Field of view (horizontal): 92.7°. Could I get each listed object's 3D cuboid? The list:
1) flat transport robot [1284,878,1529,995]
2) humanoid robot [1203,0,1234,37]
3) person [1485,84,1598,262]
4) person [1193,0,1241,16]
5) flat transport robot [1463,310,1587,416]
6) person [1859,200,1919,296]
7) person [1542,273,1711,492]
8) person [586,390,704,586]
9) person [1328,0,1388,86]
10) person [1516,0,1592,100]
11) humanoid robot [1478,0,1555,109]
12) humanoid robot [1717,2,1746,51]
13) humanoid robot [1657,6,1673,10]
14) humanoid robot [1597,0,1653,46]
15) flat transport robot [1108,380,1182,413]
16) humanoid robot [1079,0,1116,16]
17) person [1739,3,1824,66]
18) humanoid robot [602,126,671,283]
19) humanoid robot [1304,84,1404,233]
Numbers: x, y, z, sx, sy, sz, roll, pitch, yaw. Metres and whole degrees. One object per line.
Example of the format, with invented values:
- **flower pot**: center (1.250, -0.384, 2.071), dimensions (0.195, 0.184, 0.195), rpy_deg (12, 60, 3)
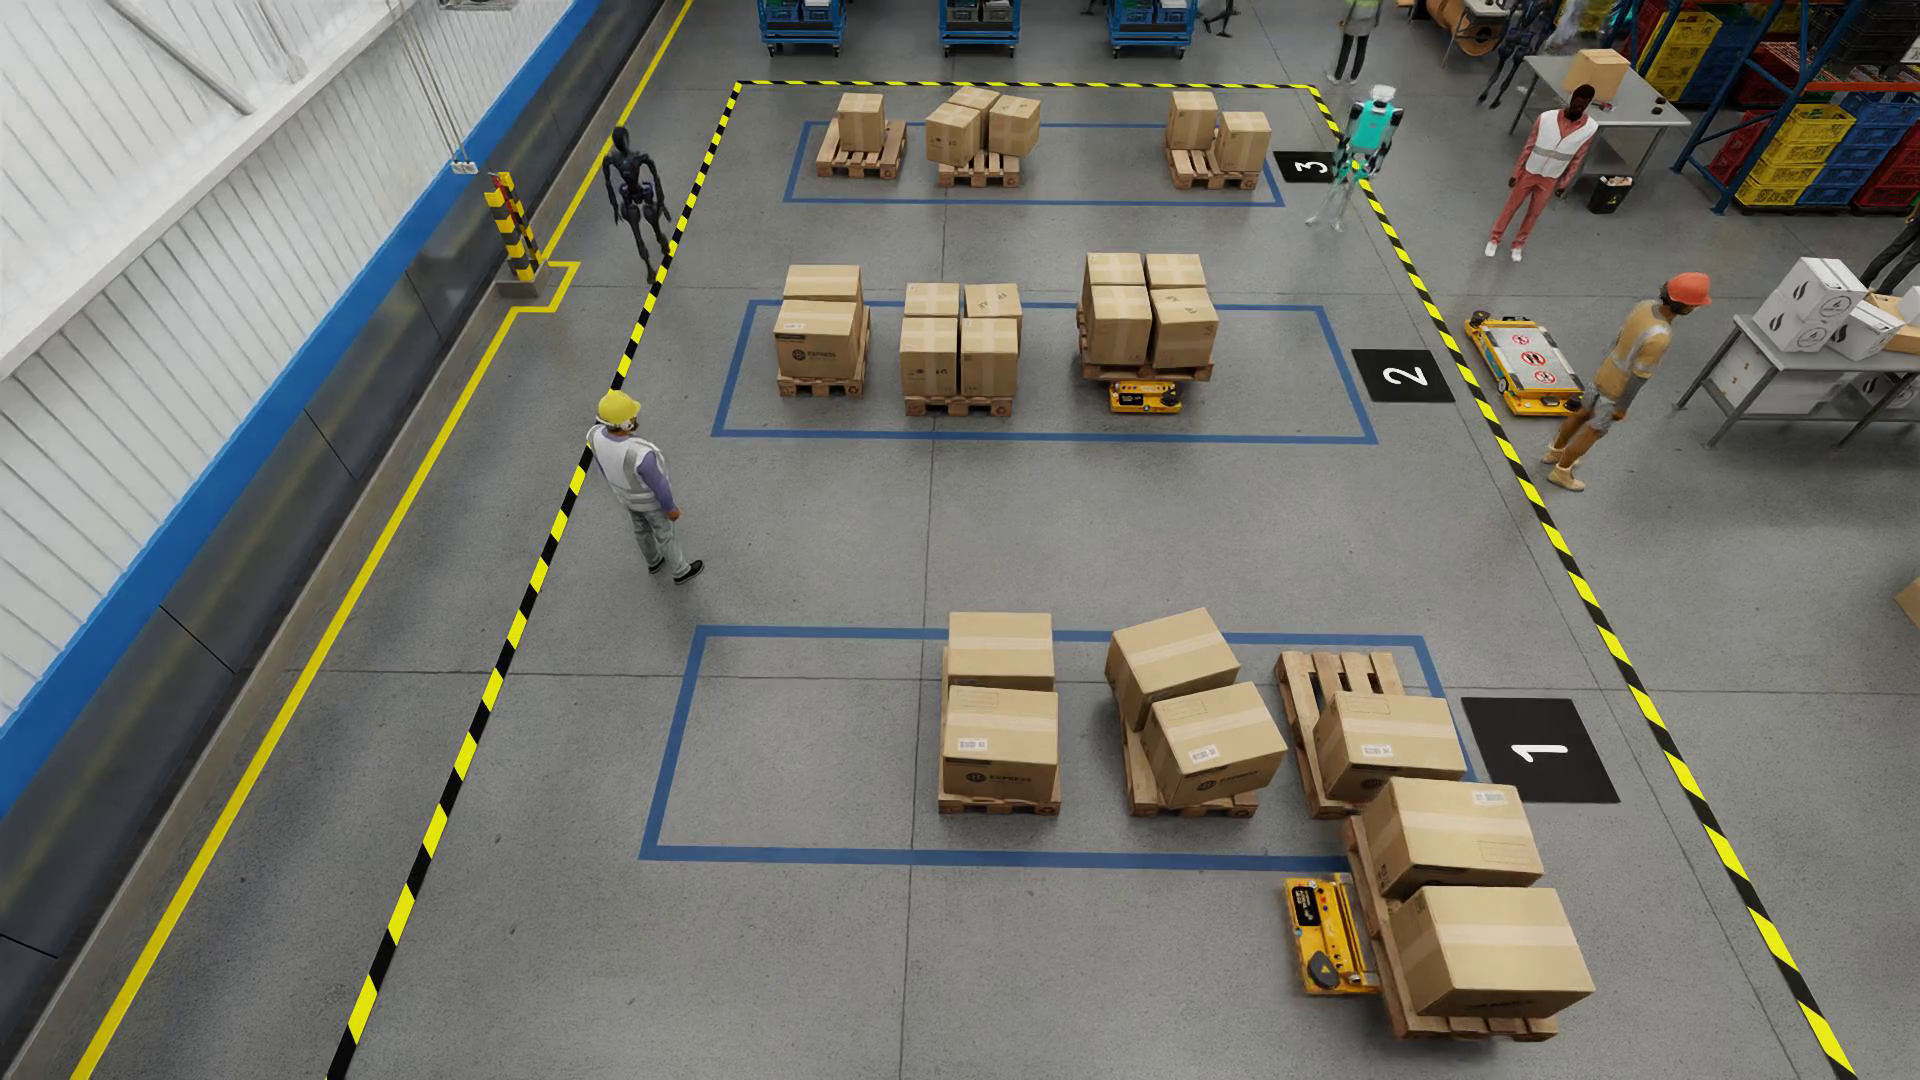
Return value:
- **flat transport robot**: center (2.743, 2.352, 5.479), dimensions (1.431, 0.197, 0.652), rpy_deg (1, 49, 1)
- **humanoid robot**: center (4.112, -8.608, 14.055), dimensions (0.491, 1.644, 0.587), rpy_deg (15, 51, 12)
- **person**: center (6.255, -3.929, 9.853), dimensions (0.579, 1.911, 0.394), rpy_deg (20, 52, 16)
- **person**: center (4.217, -9.263, 14.536), dimensions (0.823, 1.809, 0.586), rpy_deg (0, 49, 0)
- **flat transport robot**: center (5.573, -1.757, 9.054), dimensions (0.659, 0.231, 1.431), rpy_deg (1, 49, 1)
- **person**: center (9.834, -3.198, 9.258), dimensions (0.328, 1.844, 0.508), rpy_deg (-4, 49, -3)
- **person**: center (5.424, -1.269, 7.461), dimensions (0.451, 2.037, 0.620), rpy_deg (12, 50, 10)
- **person**: center (-2.340, -0.361, 6.813), dimensions (0.598, 1.827, 0.404), rpy_deg (24, 53, 19)
- **person**: center (5.644, -7.386, 12.879), dimensions (0.596, 1.850, 0.395), rpy_deg (-1, 49, -1)
- **person**: center (8.359, -6.943, 12.586), dimensions (0.494, 1.714, 0.639), rpy_deg (-24, 53, -20)
- **humanoid robot**: center (7.558, -6.721, 12.418), dimensions (0.611, 1.642, 0.382), rpy_deg (36, 58, 27)
- **humanoid robot**: center (11.552, -8.087, 13.618), dimensions (0.735, 1.627, 0.609), rpy_deg (6, 49, 5)
- **humanoid robot**: center (10.300, -7.544, 13.135), dimensions (0.696, 1.856, 0.543), rpy_deg (8, 50, 7)
- **humanoid robot**: center (9.690, -7.790, 13.273), dimensions (0.688, 1.751, 0.539), rpy_deg (5, 49, 4)
- **flat transport robot**: center (1.773, -1.807, 9.079), dimensions (0.652, 0.197, 1.431), rpy_deg (1, 49, 1)
- **humanoid robot**: center (2.377, -9.199, 14.606), dimensions (0.796, 1.633, 0.588), rpy_deg (0, 49, 0)
- **person**: center (12.076, -7.657, 13.130), dimensions (0.652, 1.831, 0.619), rpy_deg (-7, 50, -6)
- **humanoid robot**: center (-3.415, -3.623, 9.743), dimensions (0.591, 1.634, 0.634), rpy_deg (-7, 49, -6)
- **humanoid robot**: center (4.412, -4.295, 10.270), dimensions (0.617, 1.738, 0.782), rpy_deg (13, 50, 11)
